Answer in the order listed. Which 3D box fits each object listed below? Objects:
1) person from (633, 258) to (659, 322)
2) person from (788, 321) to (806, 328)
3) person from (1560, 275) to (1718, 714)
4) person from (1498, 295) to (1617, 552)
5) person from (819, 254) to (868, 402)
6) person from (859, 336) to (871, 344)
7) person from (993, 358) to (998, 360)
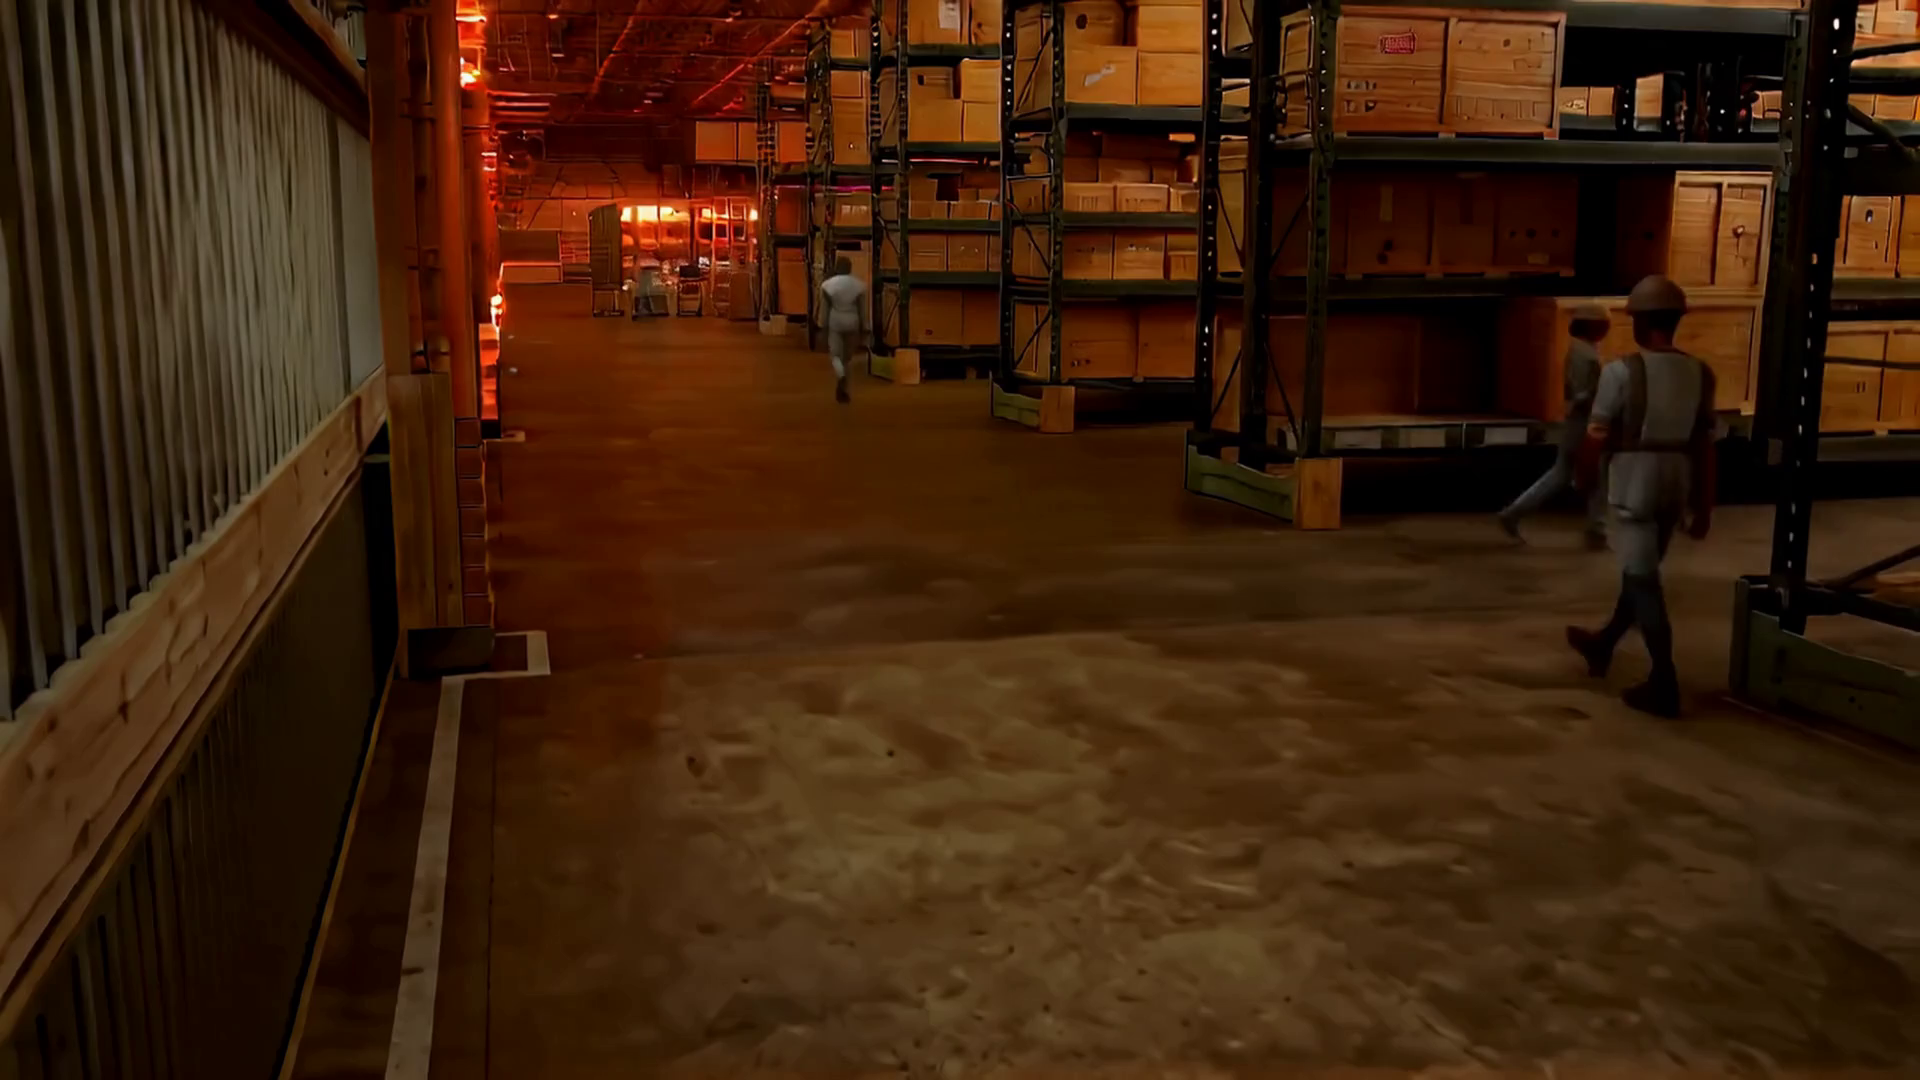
[{"bbox_3d":[-8.441,-6.702,44.599,0.822,1.726,0.554,9,13,40],"label":"person"},{"bbox_3d":[-4.092,-6.231,41.235,0.629,1.977,0.674,9,13,41],"label":"person"},{"bbox_3d":[3.020,-0.233,7.500,0.549,1.891,0.962,-3,11,-18],"label":"person"},{"bbox_3d":[4.064,-0.771,11.072,0.821,1.713,0.484,2,10,13],"label":"person"},{"bbox_3d":[-1.497,-2.730,21.534,0.644,1.925,0.504,-3,10,-15],"label":"person"},{"bbox_3d":[-2.172,-4.794,34.150,0.883,1.584,0.546,-6,12,-32],"label":"person"},{"bbox_3d":[0.732,-4.105,29.760,0.619,1.776,0.957,9,14,42],"label":"person"}]
